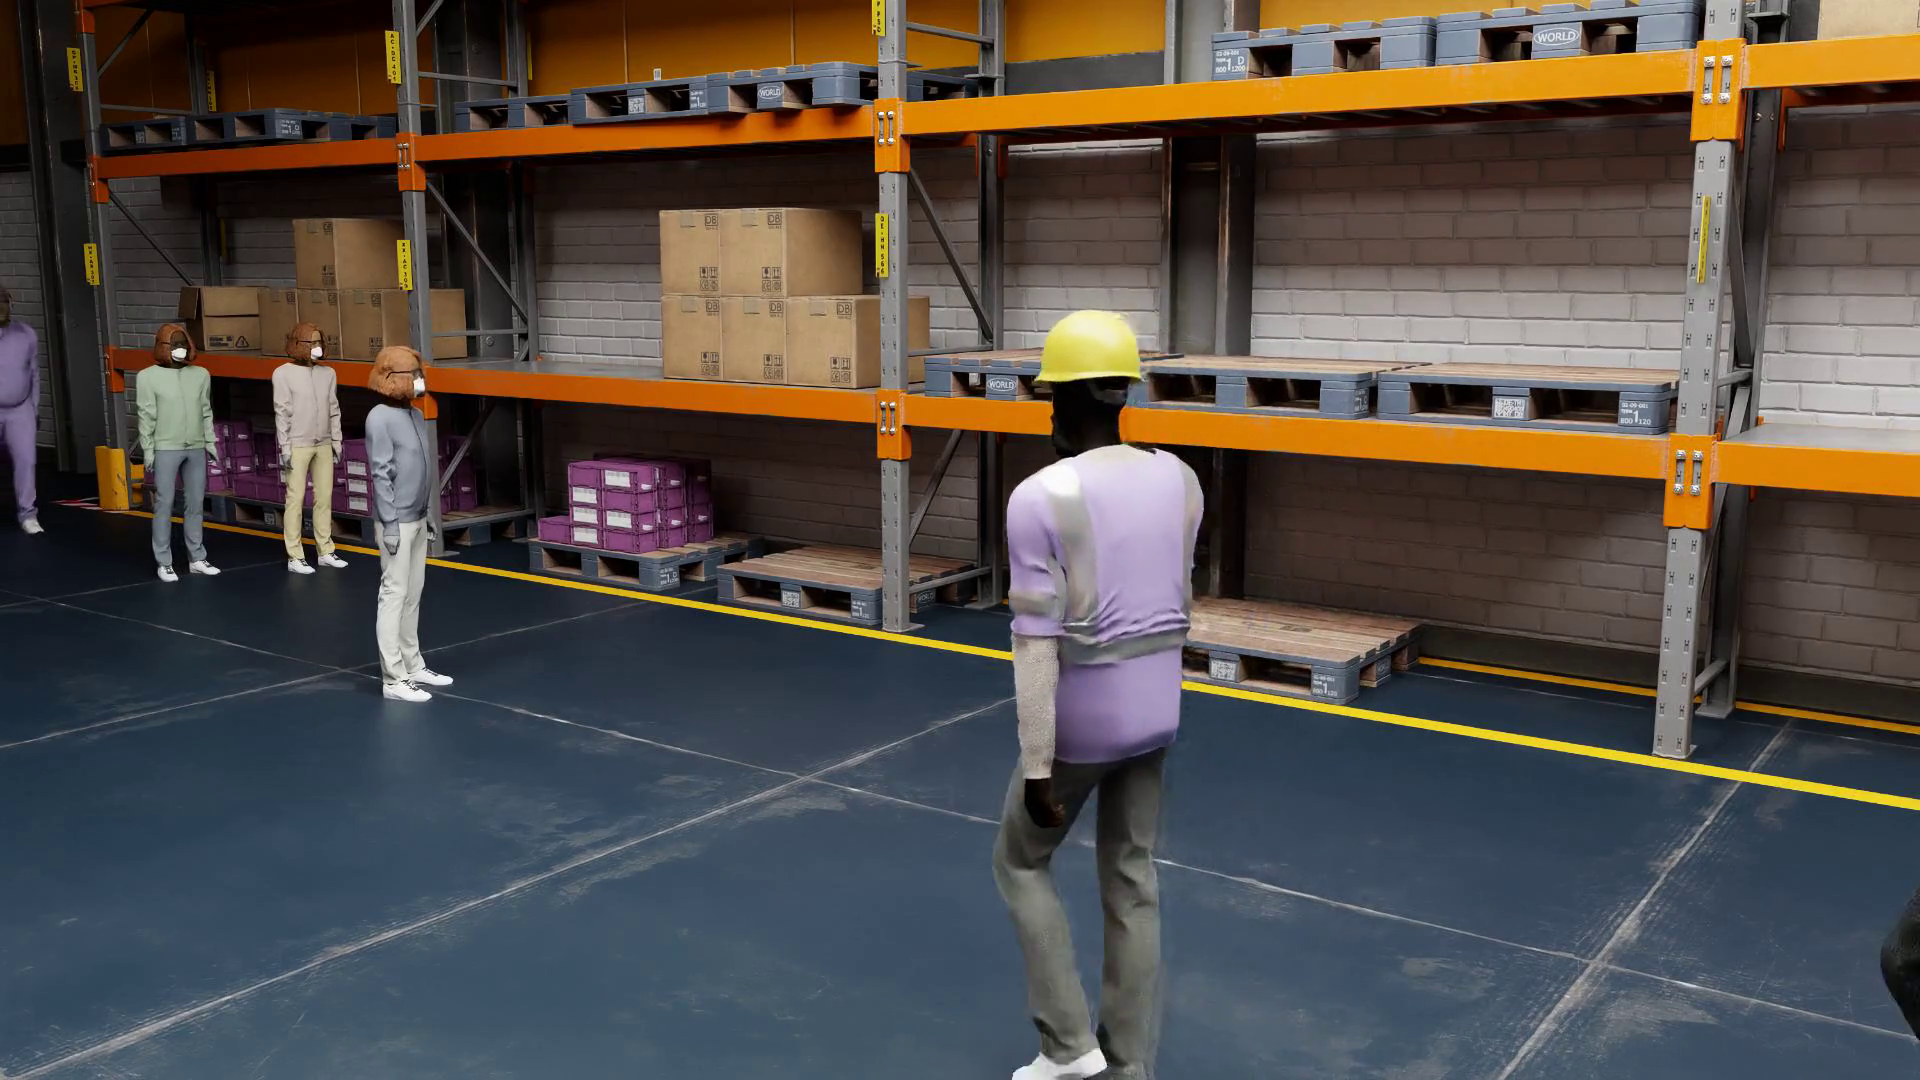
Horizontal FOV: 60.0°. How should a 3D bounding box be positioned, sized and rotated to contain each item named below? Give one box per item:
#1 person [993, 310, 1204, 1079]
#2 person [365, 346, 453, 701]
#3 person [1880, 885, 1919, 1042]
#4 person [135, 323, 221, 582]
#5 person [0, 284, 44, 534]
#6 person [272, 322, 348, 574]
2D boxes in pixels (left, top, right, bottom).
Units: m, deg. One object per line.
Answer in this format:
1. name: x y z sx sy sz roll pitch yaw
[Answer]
1. person: 0.312 0.417 3.945 0.593 1.906 0.437 -6 11 -33
2. person: -2.572 -0.081 7.721 0.285 1.636 0.500 0 10 2
3. person: 2.157 0.524 3.325 0.620 1.899 0.499 -8 12 -40
4. person: -4.963 -0.559 10.583 0.267 1.629 0.507 6 11 33
5. person: -7.236 -0.991 12.464 0.898 1.874 0.653 8 13 41
6. person: -4.238 -0.599 10.845 0.277 1.628 0.497 5 11 29
